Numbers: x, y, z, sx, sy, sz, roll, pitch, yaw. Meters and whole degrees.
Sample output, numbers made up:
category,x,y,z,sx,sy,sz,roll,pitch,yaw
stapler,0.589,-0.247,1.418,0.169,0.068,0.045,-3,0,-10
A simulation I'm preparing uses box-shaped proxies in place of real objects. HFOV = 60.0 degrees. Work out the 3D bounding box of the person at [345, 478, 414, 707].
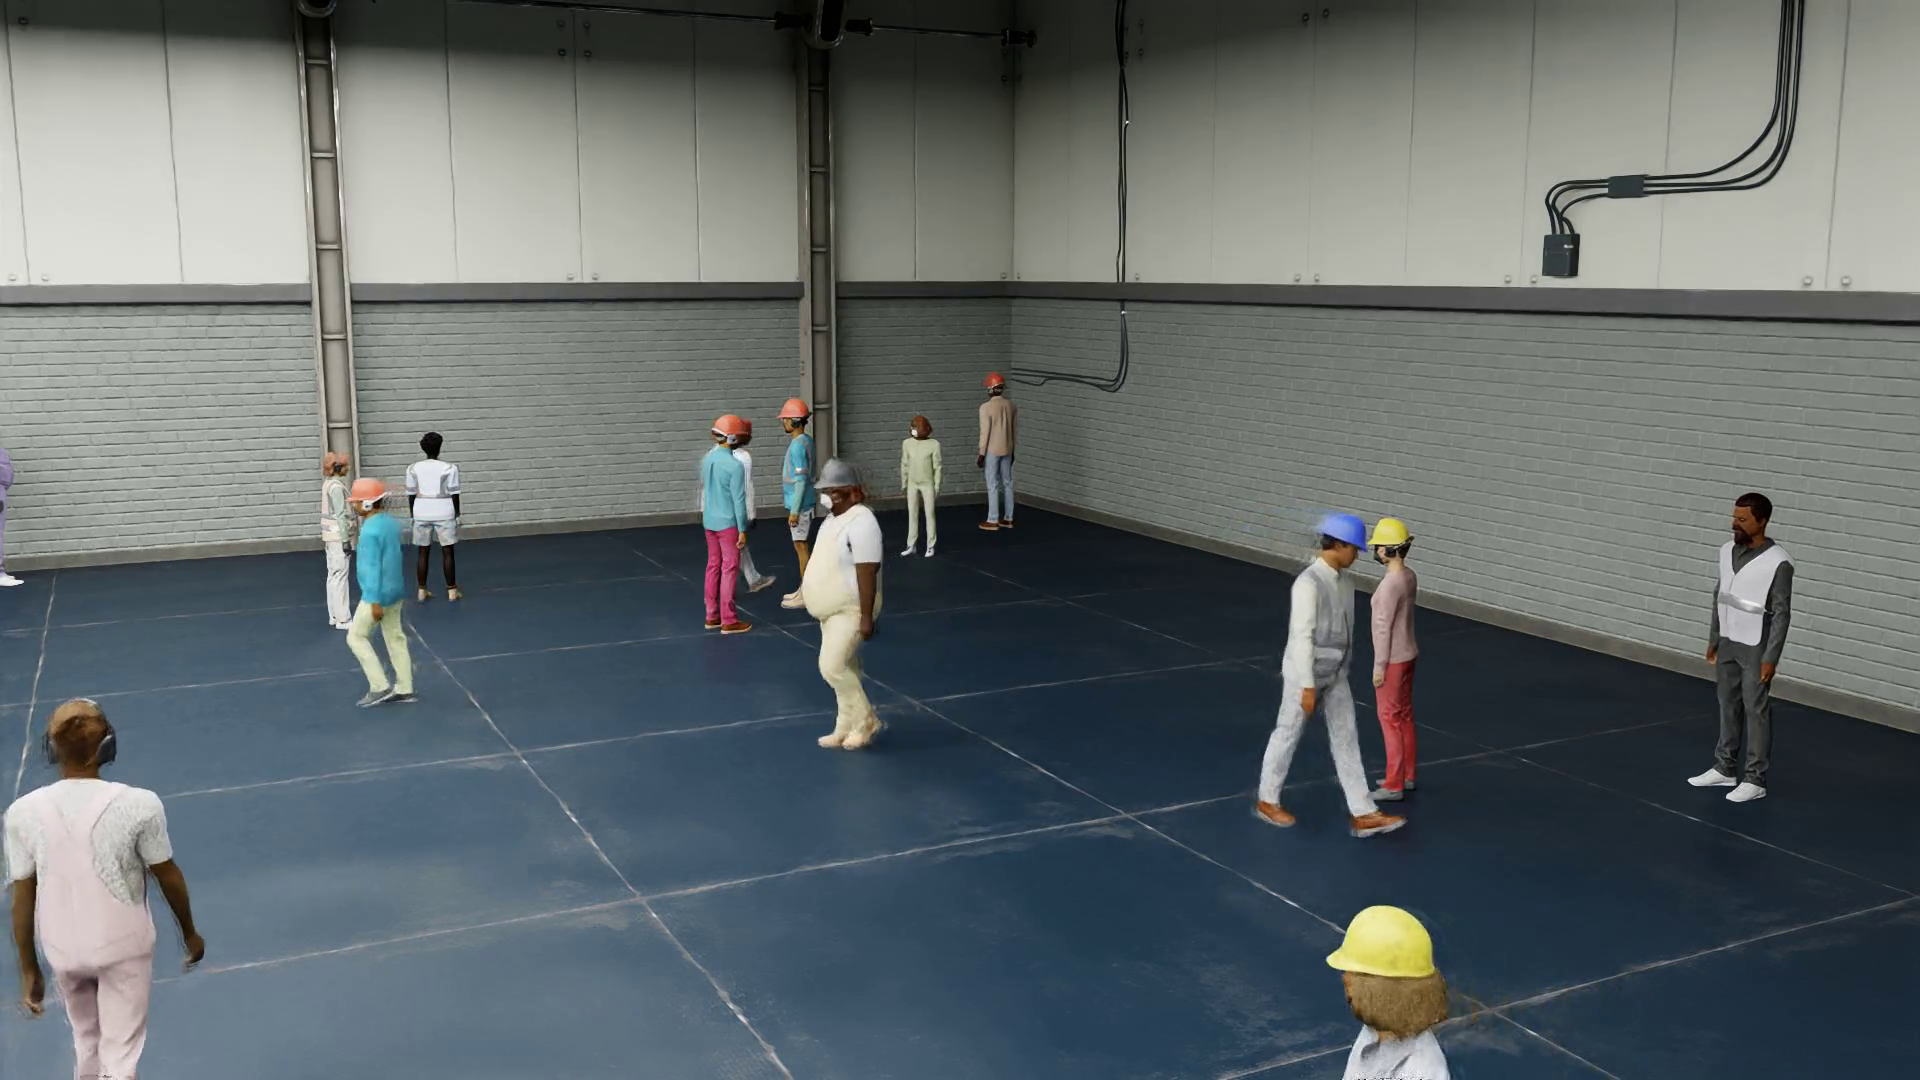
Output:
category,x,y,z,sx,sy,sz,roll,pitch,yaw
person,-4.389,0.395,12.517,0.500,1.736,0.566,0,9,2

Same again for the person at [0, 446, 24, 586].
category,x,y,z,sx,sy,sz,roll,pitch,yaw
person,-10.086,-0.470,17.340,0.409,1.909,0.641,-8,12,-40

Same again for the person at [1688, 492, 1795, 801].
category,x,y,z,sx,sy,sz,roll,pitch,yaw
person,4.903,0.656,10.362,0.392,1.919,0.591,-3,10,-15

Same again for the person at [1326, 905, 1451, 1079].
category,x,y,z,sx,sy,sz,roll,pitch,yaw
person,1.163,1.752,4.195,0.688,1.724,0.488,0,9,-2

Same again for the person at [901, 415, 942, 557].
category,x,y,z,sx,sy,sz,roll,pitch,yaw
person,-0.444,-0.618,19.089,0.501,1.631,0.287,4,10,23

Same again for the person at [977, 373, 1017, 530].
category,x,y,z,sx,sy,sz,roll,pitch,yaw
person,0.458,-1.123,21.086,0.621,1.992,0.397,-8,12,-41

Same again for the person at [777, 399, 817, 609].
category,x,y,z,sx,sy,sz,roll,pitch,yaw
person,-1.587,-0.354,16.201,0.374,2.043,0.611,0,9,0

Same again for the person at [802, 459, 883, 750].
category,x,y,z,sx,sy,sz,roll,pitch,yaw
person,-0.812,0.438,11.329,0.536,2.000,0.708,-4,10,-23

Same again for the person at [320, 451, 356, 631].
category,x,y,z,sx,sy,sz,roll,pitch,yaw
person,-5.680,0.005,15.223,0.309,1.643,0.513,-6,11,-31

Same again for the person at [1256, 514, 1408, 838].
category,x,y,z,sx,sy,sz,roll,pitch,yaw
person,2.150,0.792,9.637,0.957,1.872,0.670,8,12,41

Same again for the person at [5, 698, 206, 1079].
category,x,y,z,sx,sy,sz,roll,pitch,yaw
person,-2.997,1.429,5.931,0.521,1.816,0.805,-1,9,-3

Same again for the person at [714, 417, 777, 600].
category,x,y,z,sx,sy,sz,roll,pitch,yaw
person,-2.182,-0.313,16.583,0.893,1.834,0.619,-8,12,-39

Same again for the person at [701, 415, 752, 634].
category,x,y,z,sx,sy,sz,roll,pitch,yaw
person,-2.112,-0.146,15.115,0.407,1.987,0.607,-9,13,-42

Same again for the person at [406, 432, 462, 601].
category,x,y,z,sx,sy,sz,roll,pitch,yaw
person,-5.211,-0.226,16.508,0.535,1.690,0.321,0,9,1

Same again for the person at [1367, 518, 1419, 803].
category,x,y,z,sx,sy,sz,roll,pitch,yaw
person,2.673,0.738,10.352,0.336,1.760,0.523,6,11,31
